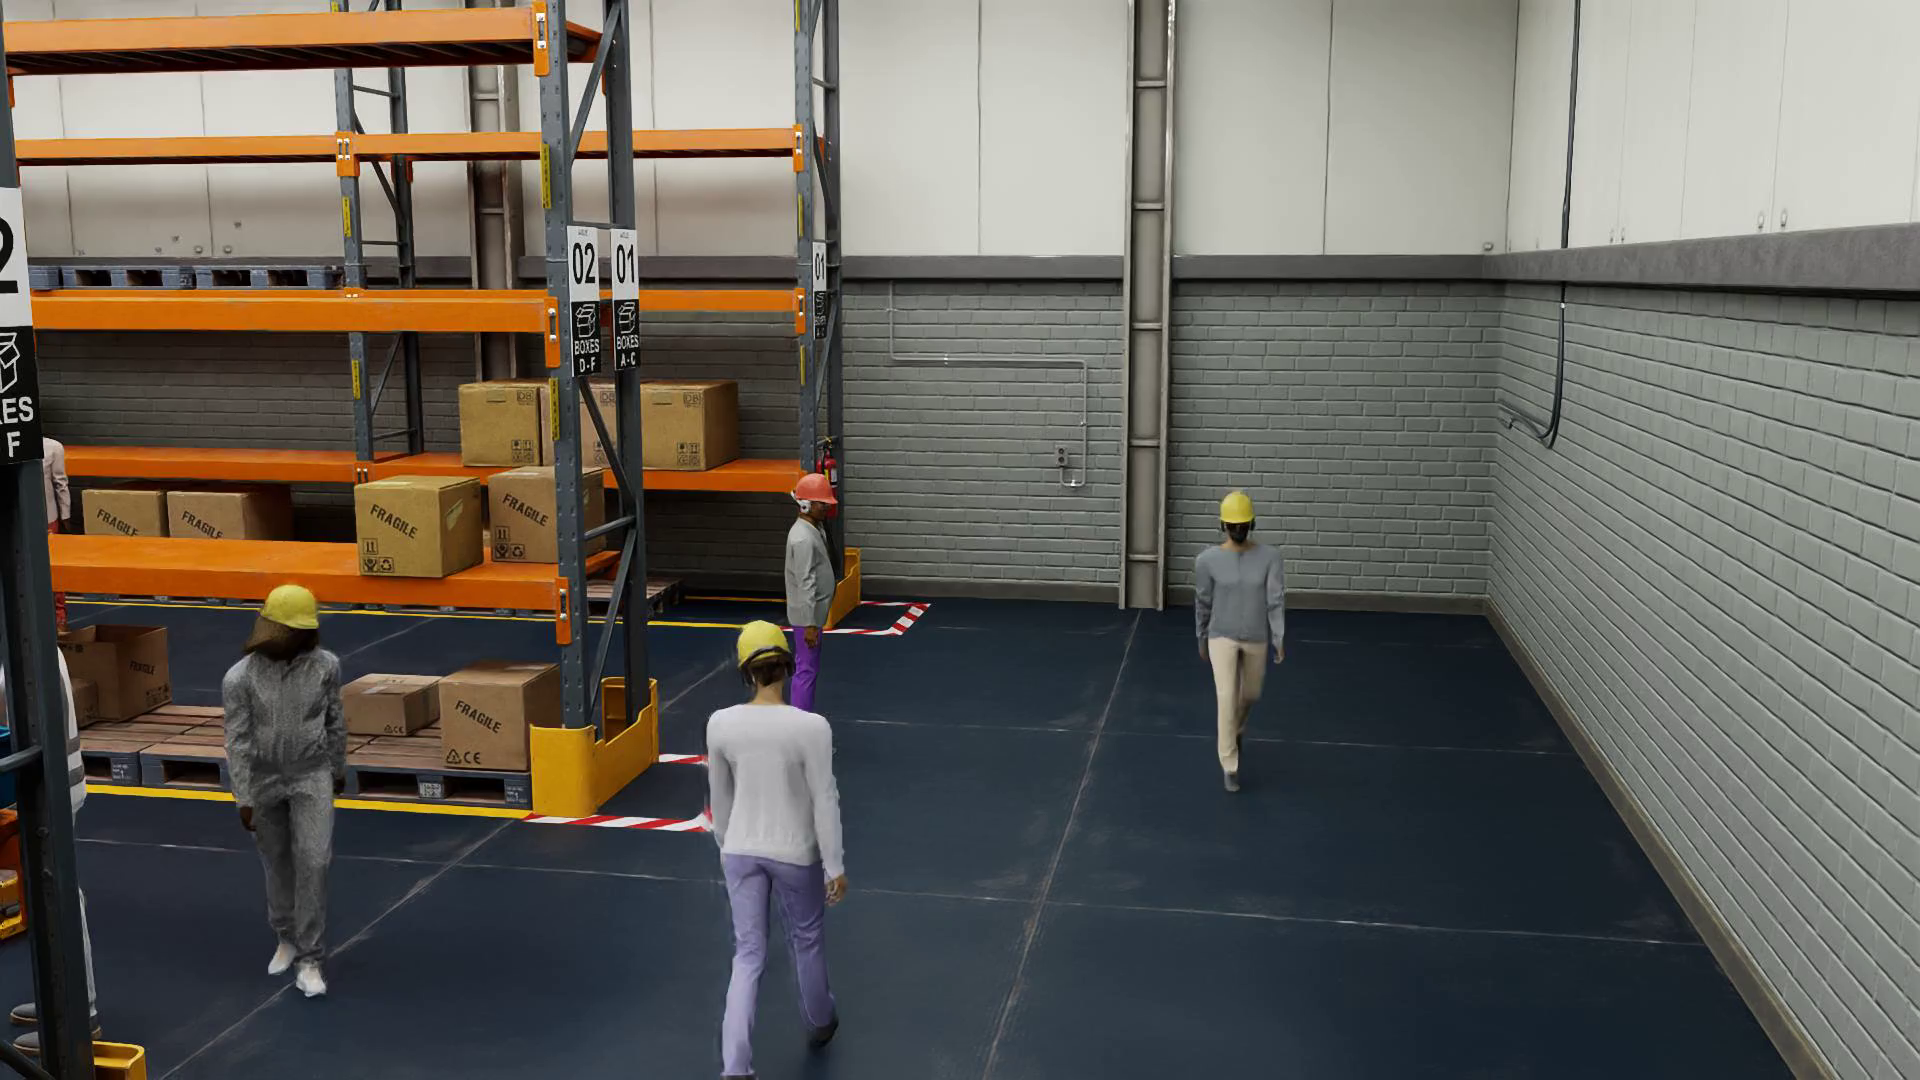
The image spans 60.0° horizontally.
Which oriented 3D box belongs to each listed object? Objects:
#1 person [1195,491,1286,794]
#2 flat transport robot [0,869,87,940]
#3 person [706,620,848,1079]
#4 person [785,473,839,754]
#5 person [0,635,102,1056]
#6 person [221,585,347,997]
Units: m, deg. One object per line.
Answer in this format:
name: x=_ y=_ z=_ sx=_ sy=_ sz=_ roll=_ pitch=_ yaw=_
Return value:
person: x=1.633 y=0.549 z=9.841 sx=0.518 sy=1.730 sz=0.828 roll=0 pitch=9 yaw=-3
flat transport robot: x=-4.847 y=1.624 z=7.686 sx=1.431 sy=0.197 sz=0.652 roll=4 pitch=10 yaw=21
person: x=-0.690 y=1.161 z=6.123 sx=0.573 sy=1.704 sz=0.896 roll=3 pitch=10 yaw=17
person: x=-0.917 y=0.453 z=10.367 sx=0.335 sy=1.747 sz=0.572 roll=-1 pitch=9 yaw=-5
person: x=-3.549 y=1.027 z=6.400 sx=0.337 sy=1.882 sz=0.583 roll=-5 pitch=10 yaw=-28
person: x=-2.778 y=1.030 z=6.901 sx=0.487 sy=1.706 sz=0.739 roll=-4 pitch=10 yaw=-24
